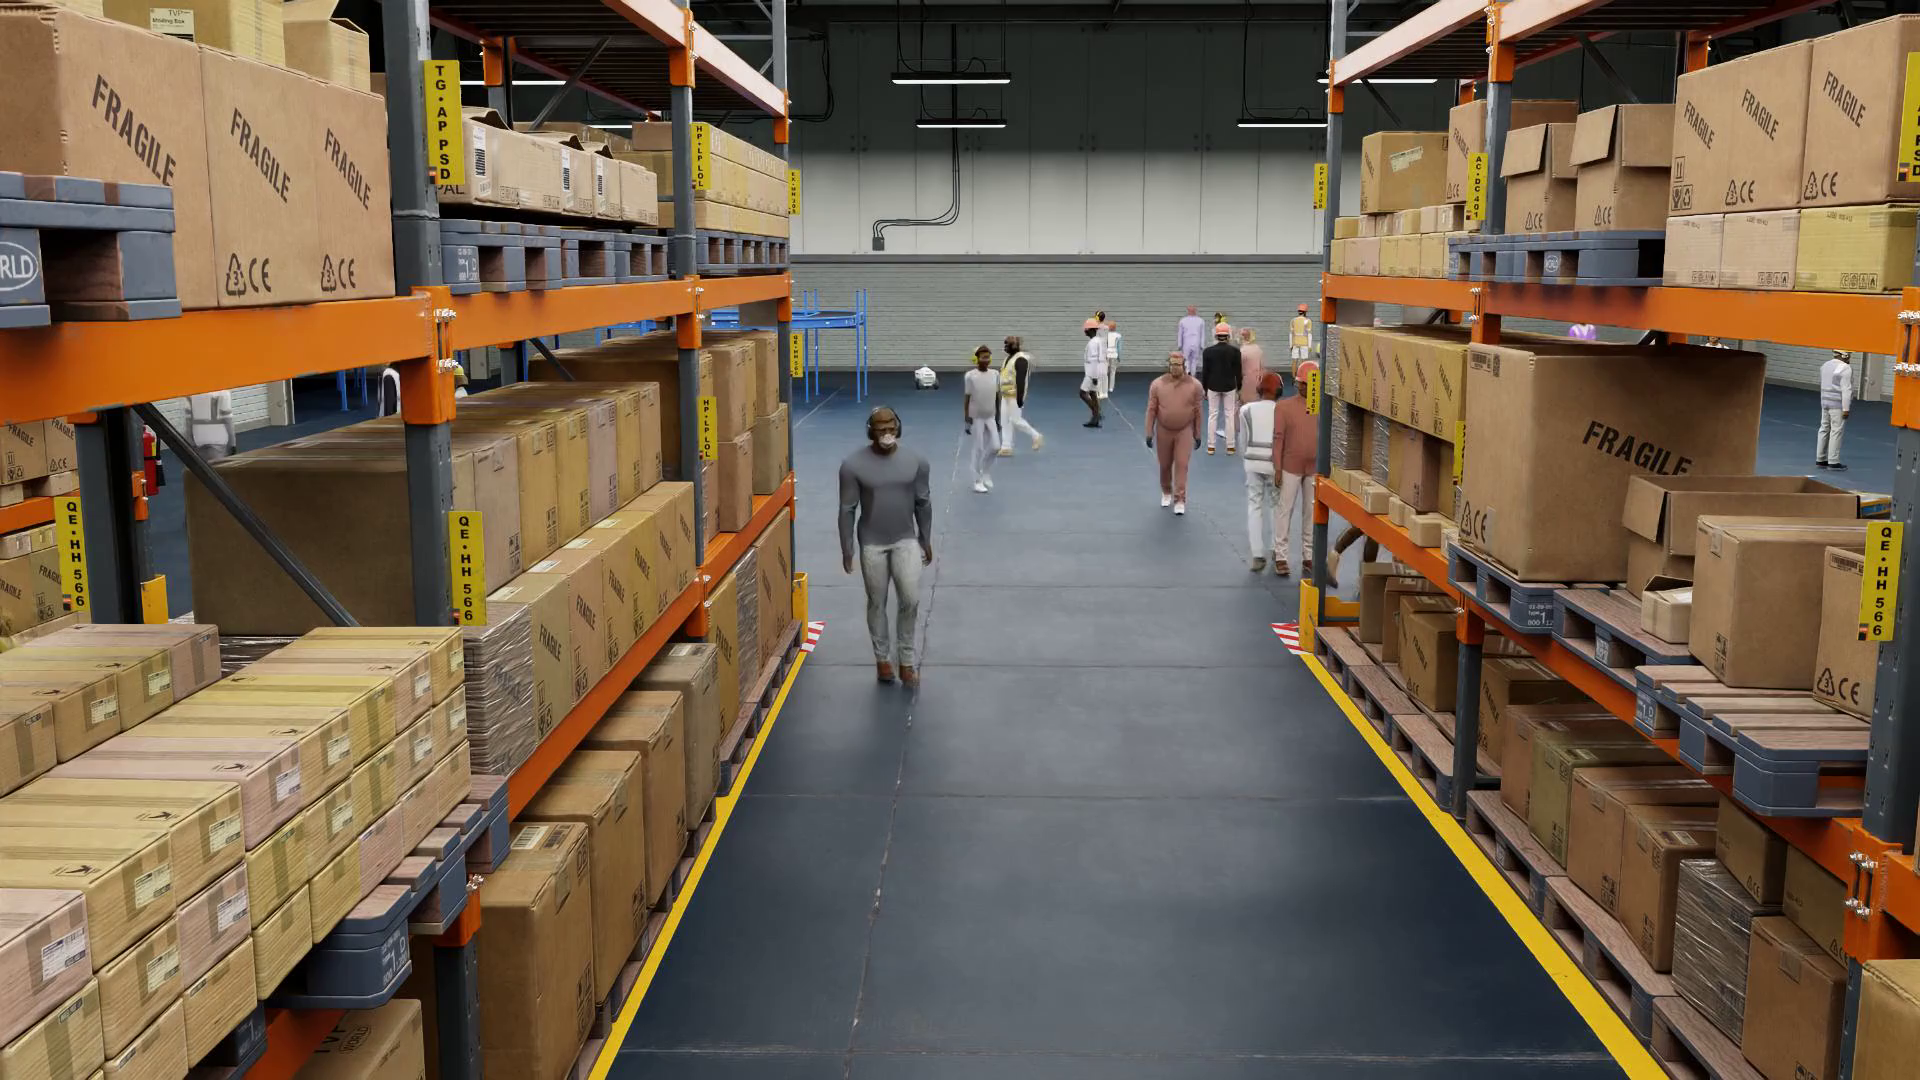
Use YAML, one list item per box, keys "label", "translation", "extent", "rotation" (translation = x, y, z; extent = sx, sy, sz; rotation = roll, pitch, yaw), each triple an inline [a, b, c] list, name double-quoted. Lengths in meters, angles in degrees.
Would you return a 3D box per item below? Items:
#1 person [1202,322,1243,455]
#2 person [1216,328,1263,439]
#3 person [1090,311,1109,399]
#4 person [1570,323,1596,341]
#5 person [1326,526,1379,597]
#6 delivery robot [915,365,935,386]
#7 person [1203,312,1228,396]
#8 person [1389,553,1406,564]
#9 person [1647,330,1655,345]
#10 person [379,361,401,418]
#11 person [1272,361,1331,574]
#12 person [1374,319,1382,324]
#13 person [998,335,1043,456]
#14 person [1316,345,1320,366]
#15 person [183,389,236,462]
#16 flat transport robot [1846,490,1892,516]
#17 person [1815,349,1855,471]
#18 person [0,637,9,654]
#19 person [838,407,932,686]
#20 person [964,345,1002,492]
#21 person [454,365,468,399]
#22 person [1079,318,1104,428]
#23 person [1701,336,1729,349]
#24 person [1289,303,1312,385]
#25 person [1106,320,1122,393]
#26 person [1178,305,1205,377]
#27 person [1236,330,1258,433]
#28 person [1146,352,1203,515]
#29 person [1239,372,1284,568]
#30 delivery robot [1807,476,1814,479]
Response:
- label: "person"
  translation: [3.981, -2.302, 25.266]
  extent: [0.611, 1.997, 0.375]
  rotation: [2, 10, 14]
- label: "person"
  translation: [4.564, -2.475, 26.762]
  extent: [1.005, 1.840, 0.653]
  rotation: [6, 11, 32]
- label: "person"
  translation: [2.986, -3.967, 35.616]
  extent: [0.328, 1.874, 0.521]
  rotation: [7, 12, 38]
- label: "person"
  translation: [13.399, -4.033, 35.855]
  extent: [0.556, 1.926, 0.632]
  rotation: [0, 9, -1]
- label: "person"
  translation: [3.461, -0.496, 14.368]
  extent: [0.583, 2.022, 0.615]
  rotation: [-4, 10, -22]
- label: "delivery robot"
  translation: [-0.801, -3.804, 38.417]
  extent: [0.477, 0.478, 0.707]
  rotation: [-2, 10, -14]
- label: "person"
  translation: [5.625, -4.034, 36.173]
  extent: [0.970, 1.816, 0.545]
  rotation: [-7, 12, -36]
- label: "person"
  translation: [3.506, -0.104, 13.225]
  extent: [0.727, 1.606, 0.551]
  rotation: [1, 10, 4]
- label: "person"
  translation: [15.074, -3.974, 35.891]
  extent: [0.629, 1.808, 0.946]
  rotation: [-4, 10, -25]
- label: "person"
  translation: [-7.157, -1.569, 21.264]
  extent: [1.013, 1.865, 0.613]
  rotation: [-2, 10, -10]
- label: "person"
  translation: [3.209, -0.673, 15.530]
  extent: [0.612, 1.990, 0.392]
  rotation: [-2, 10, -10]
- label: "person"
  translation: [7.435, -3.032, 29.969]
  extent: [0.673, 1.877, 0.838]
  rotation: [5, 11, 26]
- label: "person"
  translation: [0.862, -2.175, 25.025]
  extent: [0.675, 1.819, 0.636]
  rotation: [-3, 10, -20]
- label: "person"
  translation: [5.294, -2.079, 24.692]
  extent: [0.523, 1.736, 0.770]
  rotation: [-9, 13, -43]
- label: "person"
  translation: [-8.349, -1.115, 18.450]
  extent: [0.555, 1.910, 0.898]
  rotation: [2, 10, 11]
- label: "flat transport robot"
  translation: [10.229, -0.402, 19.171]
  extent: [1.431, 0.197, 0.652]
  rotation: [-7, 12, -35]
- label: "person"
  translation: [12.323, -1.900, 23.385]
  extent: [0.403, 1.824, 0.596]
  rotation: [-1, 10, -5]
- label: "person"
  translation: [-3.335, 1.084, 5.627]
  extent: [0.486, 1.786, 0.690]
  rotation: [-5, 11, -25]
- label: "person"
  translation: [-0.497, 0.055, 11.374]
  extent: [0.663, 1.915, 0.720]
  rotation: [-2, 10, -9]
- label: "person"
  translation: [0.304, -1.535, 21.069]
  extent: [0.550, 1.861, 0.426]
  rotation: [-4, 10, -25]
- label: "person"
  translation: [-5.836, -1.190, 19.358]
  extent: [0.323, 1.743, 0.489]
  rotation: [-2, 10, -14]
- label: "person"
  translation: [2.304, -2.944, 29.328]
  extent: [0.407, 1.918, 0.554]
  rotation: [3, 10, 16]
- label: "person"
  translation: [12.464, -2.619, 27.618]
  extent: [0.505, 1.846, 0.346]
  rotation: [5, 11, 27]
- label: "person"
  translation: [8.084, -4.634, 39.409]
  extent: [0.550, 1.935, 0.375]
  rotation: [6, 11, 33]
- label: "person"
  translation: [3.343, -4.085, 37.074]
  extent: [0.524, 1.617, 0.689]
  rotation: [0, 9, 3]
- label: "person"
  translation: [5.548, -4.690, 39.897]
  extent: [0.650, 1.887, 0.560]
  rotation: [0, 9, -2]
- label: "person"
  translation: [4.855, -2.683, 28.298]
  extent: [0.380, 1.755, 0.525]
  rotation: [-9, 13, -44]
- label: "person"
  translation: [2.519, -1.283, 19.557]
  extent: [0.658, 1.870, 0.941]
  rotation: [2, 10, 12]
- label: "person"
  translation: [2.974, -0.691, 16.048]
  extent: [0.568, 1.846, 0.865]
  rotation: [4, 10, 21]
- label: "delivery robot"
  translation: [9.399, -0.470, 18.452]
  extent: [0.707, 0.478, 0.477]
  rotation: [-7, 12, -35]
